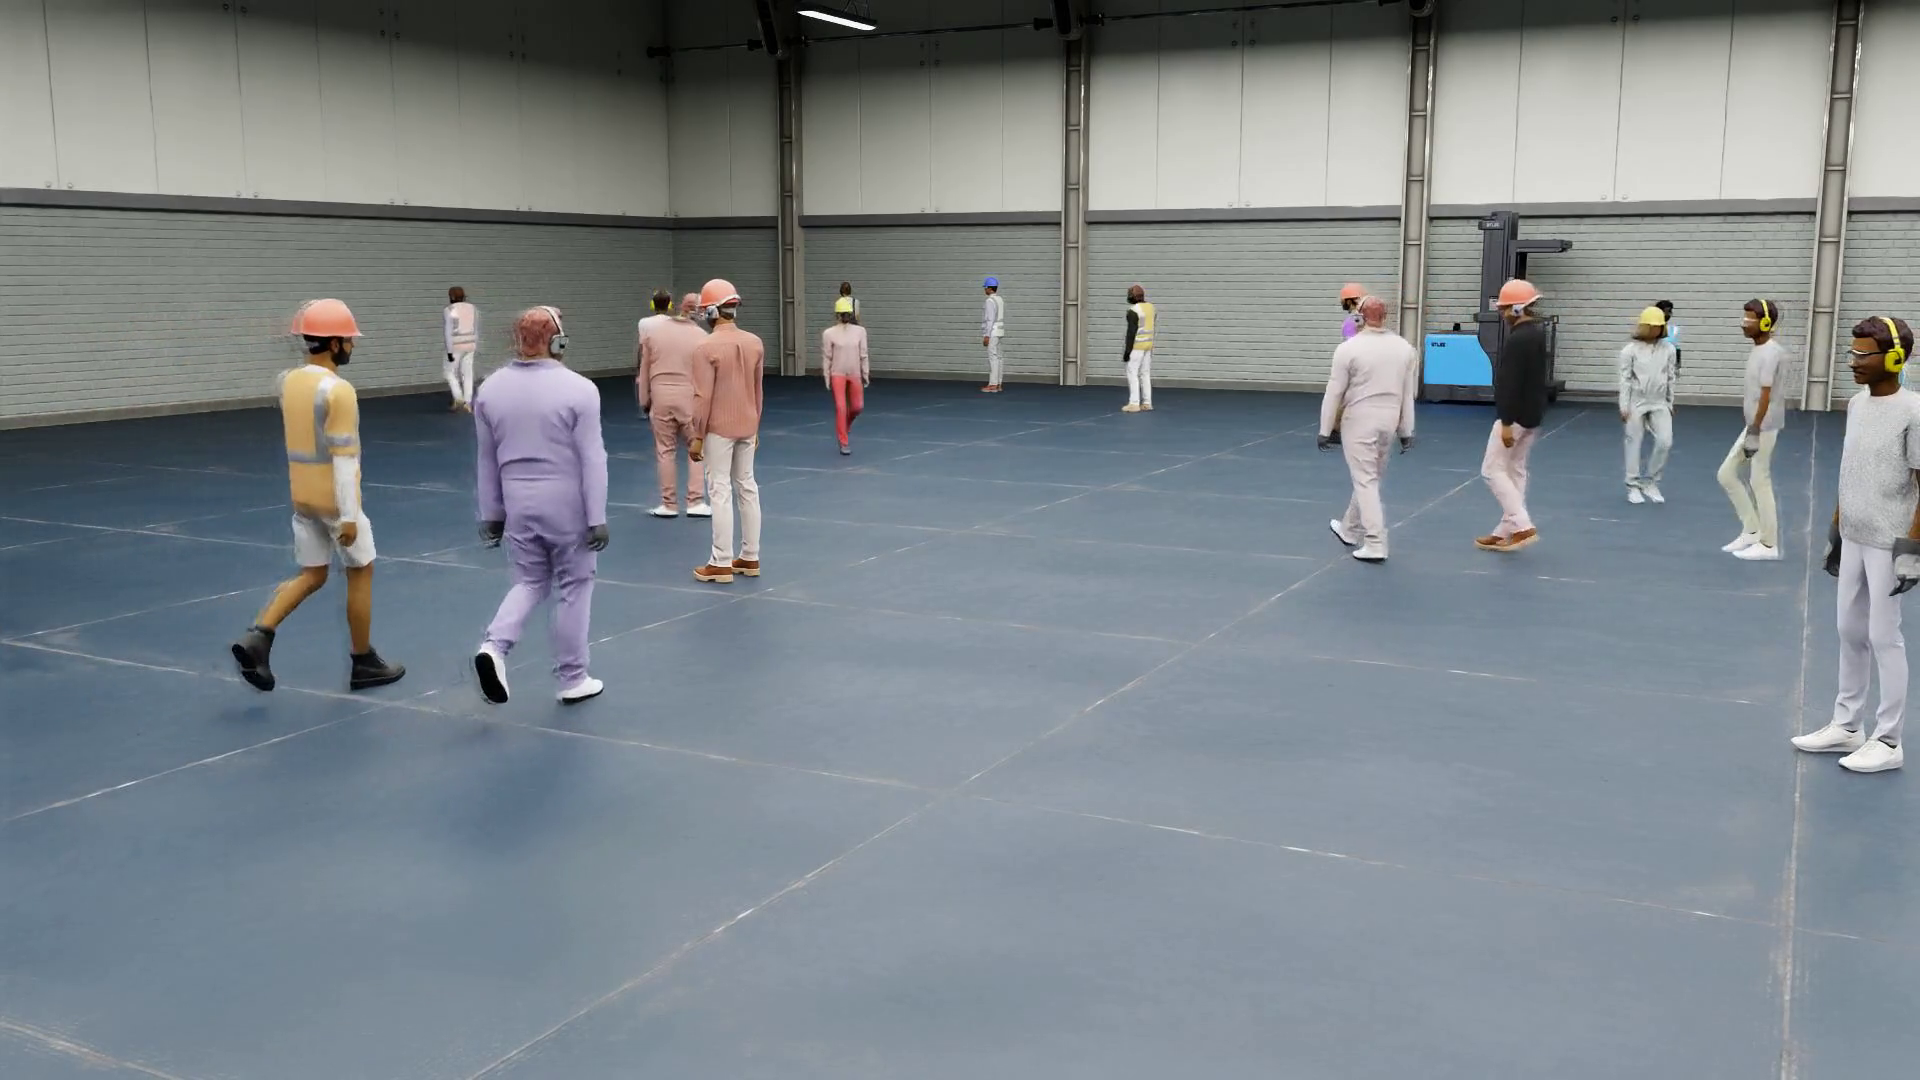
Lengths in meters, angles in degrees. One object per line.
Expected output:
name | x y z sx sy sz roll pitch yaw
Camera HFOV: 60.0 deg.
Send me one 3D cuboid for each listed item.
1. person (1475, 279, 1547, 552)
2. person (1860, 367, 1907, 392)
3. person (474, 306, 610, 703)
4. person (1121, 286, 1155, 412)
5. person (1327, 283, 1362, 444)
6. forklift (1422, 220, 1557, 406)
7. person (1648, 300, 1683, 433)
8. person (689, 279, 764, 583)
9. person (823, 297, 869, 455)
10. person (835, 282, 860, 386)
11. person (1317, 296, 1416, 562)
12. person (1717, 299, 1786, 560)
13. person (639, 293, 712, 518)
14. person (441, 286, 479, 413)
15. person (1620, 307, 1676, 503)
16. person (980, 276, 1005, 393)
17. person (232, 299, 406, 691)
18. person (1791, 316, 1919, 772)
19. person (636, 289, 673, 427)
person | 4.004 -0.889 12.075 0.467 1.988 0.625 8 12 40
person | 6.990 -0.782 12.529 0.430 1.614 0.536 2 9 13
person | -1.950 -0.139 7.748 0.650 1.888 0.664 3 10 20
person | 2.596 -2.778 24.313 0.430 1.839 0.656 7 12 38
person | 4.714 -2.080 19.671 0.849 1.915 0.562 7 11 36
forklift | 8.245 -3.527 25.720 1.873 2.768 1.129 5 10 27
person | 8.806 -2.156 20.833 0.553 1.672 0.671 -2 9 -9
person | -1.555 -0.728 11.055 0.382 1.993 0.609 7 11 36
person | -1.307 -1.860 18.751 0.533 1.755 0.522 -4 10 -22
person | -2.030 -3.698 29.826 0.505 1.847 0.344 -8 12 -39
person | 2.867 -0.815 12.003 0.661 1.858 0.943 -4 10 -24
person | 5.656 -0.783 11.838 0.503 1.848 0.552 2 10 14
person | -2.301 -1.102 13.784 0.733 1.864 0.418 2 9 10
person | -7.261 -2.764 24.132 0.450 1.828 0.629 7 12 37
person | 6.049 -1.176 14.609 0.515 1.724 0.493 0 9 0
person | 0.553 -3.484 28.186 0.389 1.949 0.602 3 10 20
person | -3.116 -0.197 8.011 0.547 1.920 0.775 6 11 33
person | 3.767 0.015 6.868 0.309 1.864 0.535 -1 9 -7
person | -3.276 -1.819 18.219 0.525 1.850 0.748 -4 10 -23
